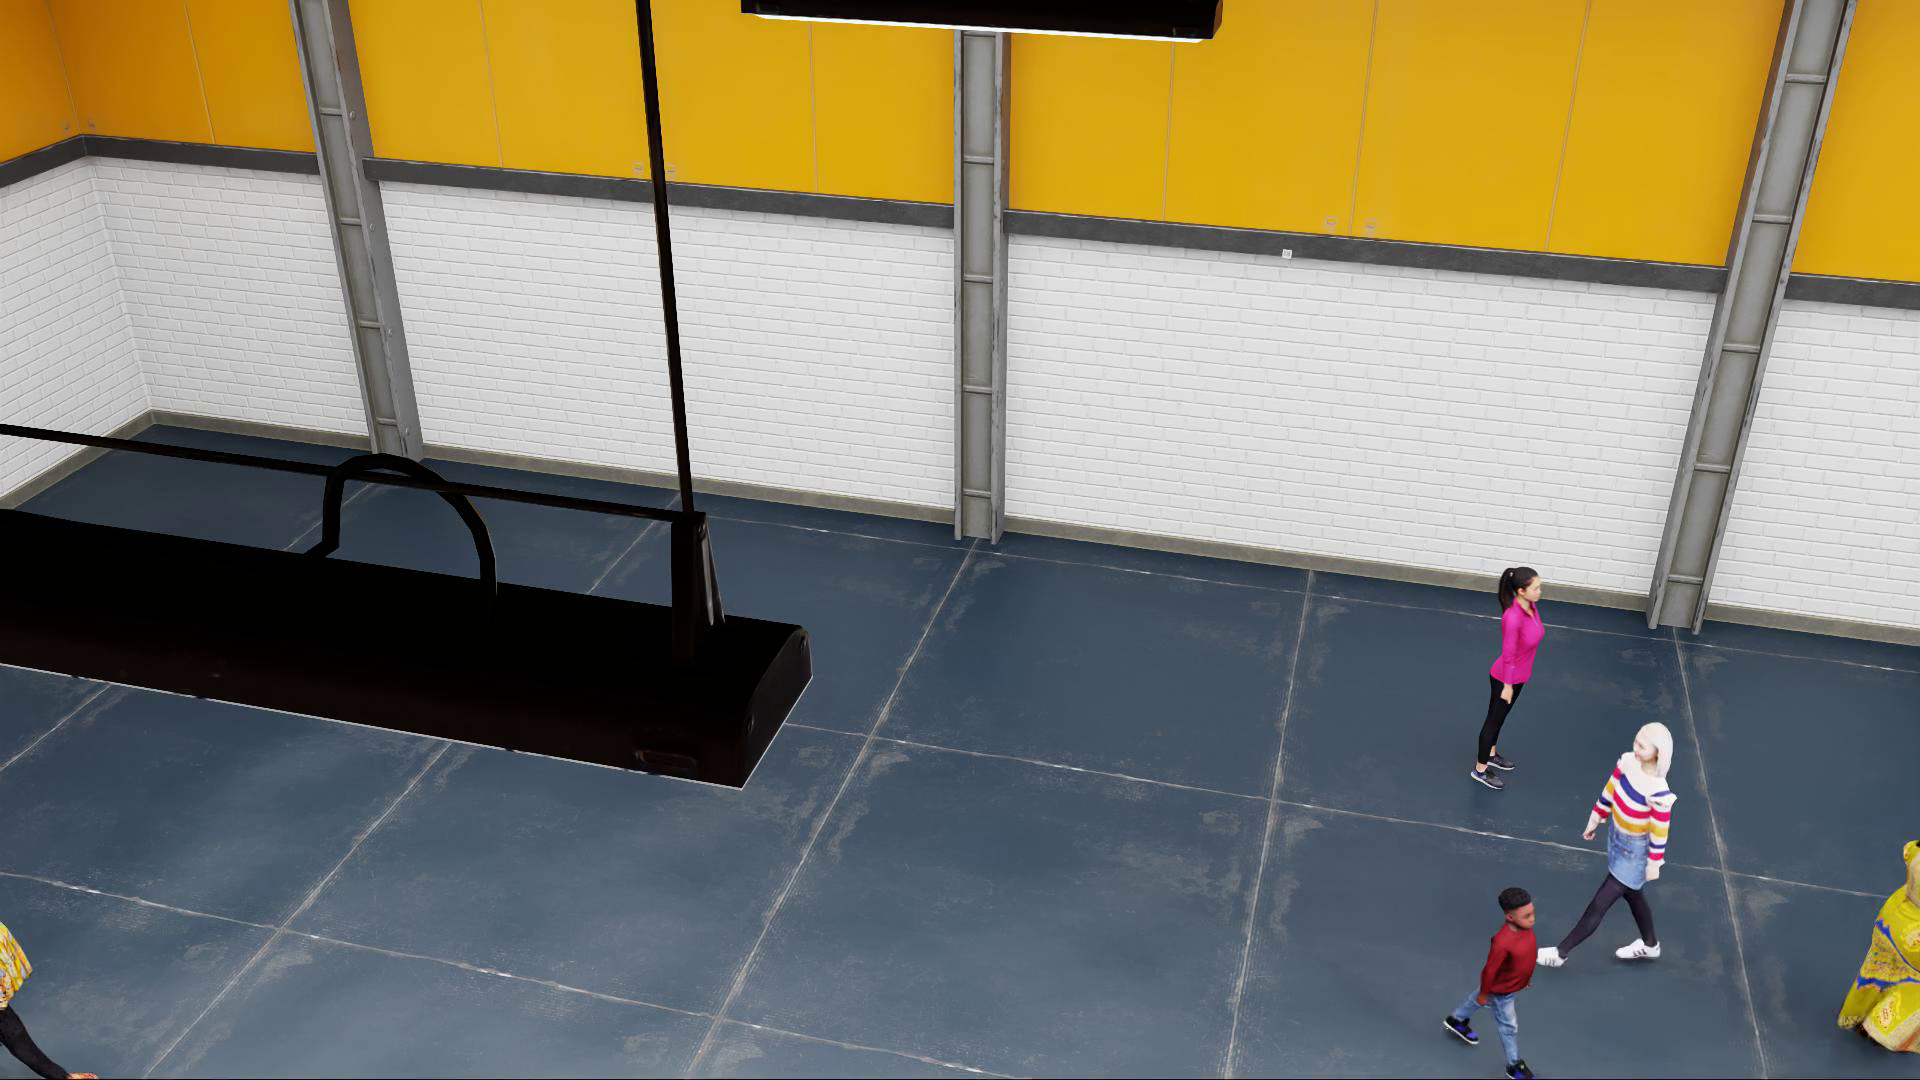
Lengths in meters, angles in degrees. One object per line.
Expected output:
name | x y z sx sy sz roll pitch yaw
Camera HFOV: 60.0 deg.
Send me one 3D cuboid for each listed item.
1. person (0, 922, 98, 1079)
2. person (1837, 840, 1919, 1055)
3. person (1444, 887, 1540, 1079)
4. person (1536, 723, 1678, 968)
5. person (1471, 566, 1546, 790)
person | -5.409 2.450 9.019 1.088 1.627 0.944 -6 29 -11
person | 5.341 2.242 9.393 0.937 1.644 0.856 -2 29 -4
person | 3.020 2.458 9.422 0.941 1.226 0.755 24 37 37
person | 4.095 1.862 9.965 1.217 1.752 0.949 -4 29 -6
person | 3.864 0.940 11.722 0.664 1.699 0.650 17 33 28
